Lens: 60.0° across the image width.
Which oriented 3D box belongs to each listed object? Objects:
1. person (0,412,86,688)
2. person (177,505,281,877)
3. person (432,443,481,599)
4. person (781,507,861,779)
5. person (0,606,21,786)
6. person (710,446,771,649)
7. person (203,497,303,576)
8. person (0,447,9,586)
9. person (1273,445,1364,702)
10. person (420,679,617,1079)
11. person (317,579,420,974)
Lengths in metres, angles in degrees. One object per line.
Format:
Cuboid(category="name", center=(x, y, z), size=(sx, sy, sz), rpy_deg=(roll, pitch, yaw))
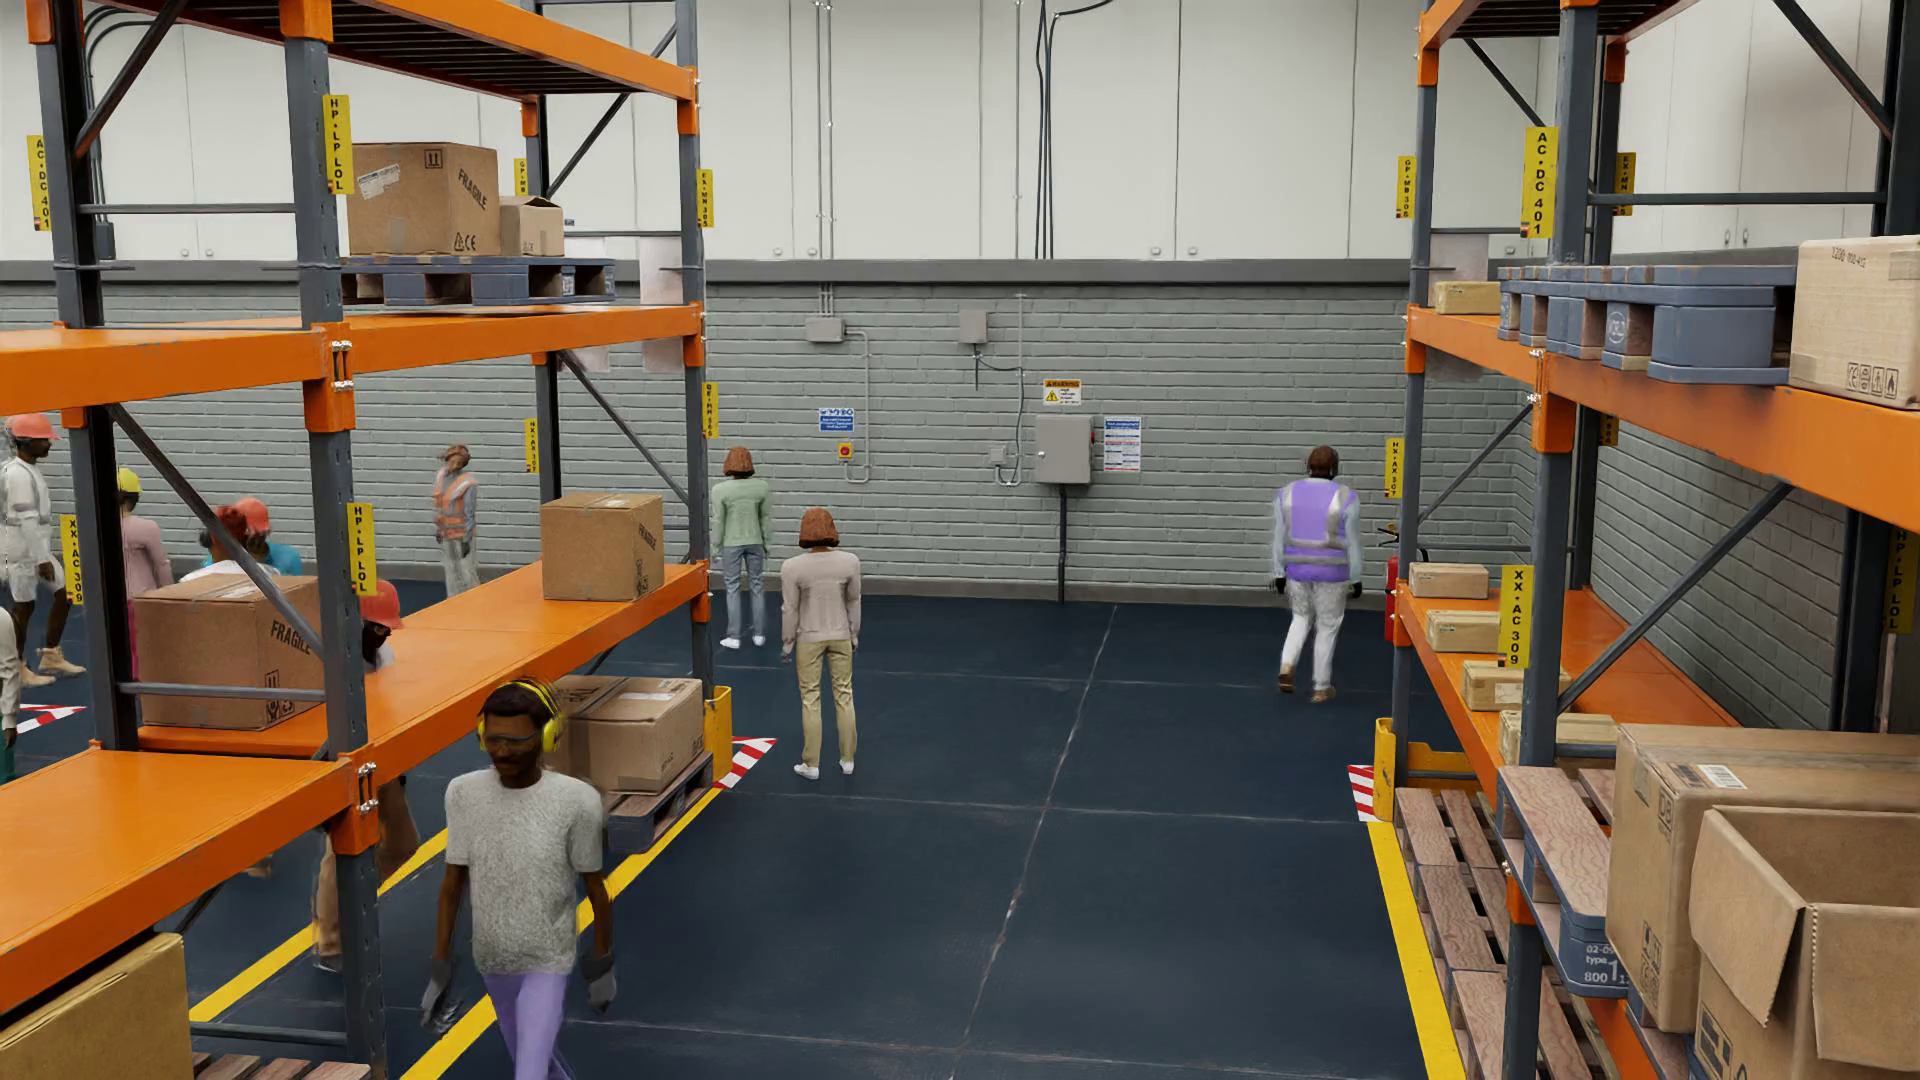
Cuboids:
Cuboid(category="person", center=(-6.674, 0.082, 12.070), size=(0.656, 2.020, 0.631), rpy_deg=(-3, 10, -17))
Cuboid(category="person", center=(-3.721, 0.749, 8.409), size=(0.696, 1.862, 0.587), rpy_deg=(7, 11, 35))
Cuboid(category="person", center=(-4.232, -0.020, 13.966), size=(0.608, 1.609, 0.326), rpy_deg=(8, 12, 41))
Cuboid(category="person", center=(-0.829, 0.615, 9.955), size=(0.498, 1.633, 0.283), rpy_deg=(-4, 10, -22))
Cuboid(category="person", center=(-4.800, 0.861, 8.062), size=(0.523, 1.759, 0.336), rpy_deg=(3, 10, 15))
Cuboid(category="person", center=(-1.770, 0.062, 13.396), size=(0.520, 1.633, 0.302), rpy_deg=(-5, 10, -28))
Cuboid(category="person", center=(-4.093, 0.602, 9.749), size=(0.541, 1.723, 0.552), rpy_deg=(9, 13, 43))
Cuboid(category="person", center=(-9.432, -0.407, 15.946), size=(0.574, 1.738, 0.352), rpy_deg=(3, 10, 20))
Cuboid(category="person", center=(2.510, 0.244, 11.666), size=(0.621, 1.823, 0.467), rpy_deg=(7, 11, 36))
Cuboid(category="person", center=(-1.344, 1.303, 5.163), size=(0.515, 1.826, 0.986), rpy_deg=(2, 9, 13))
Cuboid(category="person", center=(-2.588, 1.016, 7.213), size=(0.445, 1.716, 0.660), rpy_deg=(2, 9, 12))
